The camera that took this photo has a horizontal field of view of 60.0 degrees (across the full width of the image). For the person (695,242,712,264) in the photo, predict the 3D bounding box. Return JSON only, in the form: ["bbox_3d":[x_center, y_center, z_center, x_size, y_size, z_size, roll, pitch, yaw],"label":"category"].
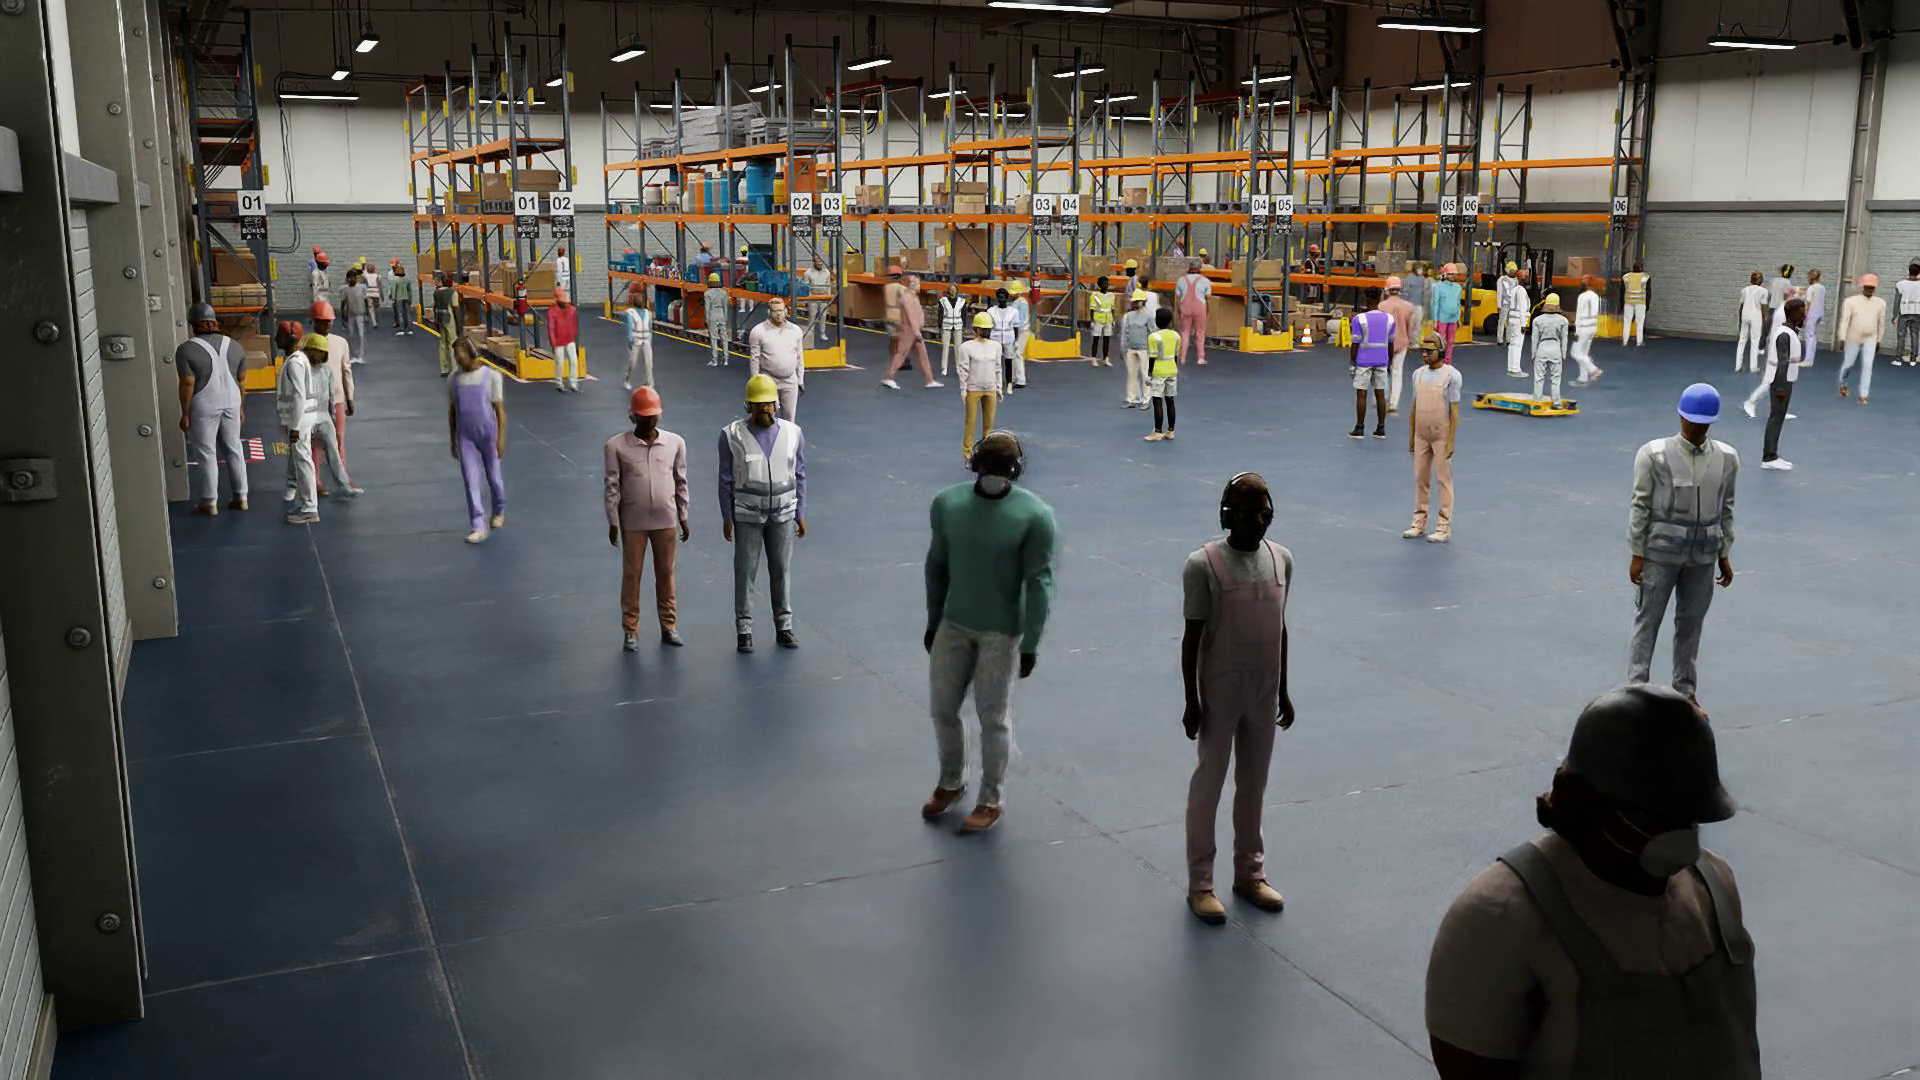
[{"bbox_3d":[-7.622,-7.895,49.772,0.617,2.013,1.022,-4,12,-20],"label":"person"}]

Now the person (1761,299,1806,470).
[{"bbox_3d":[9.294,-1.764,18.810,0.370,1.916,0.597,6,13,29],"label":"person"}]

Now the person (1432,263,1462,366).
[{"bbox_3d":[8.643,-3.910,29.519,0.622,1.993,0.382,-5,12,-24],"label":"person"}]

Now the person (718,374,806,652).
[{"bbox_3d":[-1.292,-0.180,10.974,0.591,1.833,0.403,-4,12,-20],"label":"person"}]

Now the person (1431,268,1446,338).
[{"bbox_3d":[10.050,-4.790,34.605,0.572,1.750,0.331,-5,12,-24],"label":"person"}]

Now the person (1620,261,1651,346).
[{"bbox_3d":[14.683,-5.139,36.163,0.626,1.840,0.430,7,13,32],"label":"person"}]

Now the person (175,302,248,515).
[{"bbox_3d":[-7.224,-1.270,15.986,0.535,2.000,0.686,7,13,33],"label":"person"}]

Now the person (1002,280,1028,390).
[{"bbox_3d":[0.894,-3.345,27.170,0.412,1.788,0.609,-5,12,-24],"label":"person"}]

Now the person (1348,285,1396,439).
[{"bbox_3d":[5.262,-2.270,21.280,0.605,1.957,0.372,-2,11,-12],"label":"person"}]

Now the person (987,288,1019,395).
[{"bbox_3d":[0.670,-3.140,26.364,0.538,1.695,0.319,1,11,3],"label":"person"}]

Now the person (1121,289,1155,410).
[{"bbox_3d":[2.616,-2.791,24.415,0.525,1.769,0.309,9,15,40],"label":"person"}]

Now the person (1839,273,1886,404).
[{"bbox_3d":[13.775,-3.094,25.440,0.625,1.974,0.829,3,11,14],"label":"person"}]

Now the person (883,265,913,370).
[{"bbox_3d":[-1.107,-4.060,30.485,0.565,1.922,0.507,9,14,37],"label":"person"}]

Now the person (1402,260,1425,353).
[{"bbox_3d":[9.325,-4.793,34.245,0.652,1.917,0.399,-9,15,-40],"label":"person"}]

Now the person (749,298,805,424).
[{"bbox_3d":[-2.085,-1.821,19.128,0.651,1.906,0.409,-5,12,-24],"label":"person"}]

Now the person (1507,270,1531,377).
[{"bbox_3d":[9.873,-3.818,29.334,0.349,1.882,0.584,1,11,3],"label":"person"}]

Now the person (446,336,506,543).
[{"bbox_3d":[-4.269,-0.911,14.757,0.518,1.803,0.847,-1,11,-3],"label":"person"}]

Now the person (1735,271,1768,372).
[{"bbox_3d":[14.406,-3.970,30.243,0.350,1.837,0.502,-8,14,-35],"label":"person"}]

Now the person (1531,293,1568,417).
[{"bbox_3d":[8.359,-2.622,23.616,0.488,1.744,0.296,4,12,19],"label":"person"}]

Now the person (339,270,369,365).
[{"bbox_3d":[-11.532,-4.236,31.701,0.520,1.790,0.994,-3,12,-15],"label":"person"}]

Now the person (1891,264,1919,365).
[{"bbox_3d":[18.012,-4.268,31.532,0.596,1.918,0.380,3,11,14],"label":"person"}]

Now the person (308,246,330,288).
[{"bbox_3d":[-18.108,-7.325,47.008,0.552,1.942,0.342,-2,11,-11],"label":"person"}]

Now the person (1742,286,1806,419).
[{"bbox_3d":[11.442,-2.633,23.352,0.647,1.874,0.664,8,14,36],"label":"person"}]

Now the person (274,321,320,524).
[{"bbox_3d":[-6.193,-1.100,15.520,0.351,1.884,0.581,-4,12,-20],"label":"person"}]

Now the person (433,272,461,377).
[{"bbox_3d":[-9.013,-3.780,29.235,0.564,1.846,0.394,7,13,30],"label":"person"}]

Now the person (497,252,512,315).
[{"bbox_3d":[-12.524,-7.101,46.184,0.624,1.820,0.584,8,14,35],"label":"person"}]

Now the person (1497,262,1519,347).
[{"bbox_3d":[11.815,-5.063,35.797,0.600,1.828,0.404,-5,12,-24],"label":"person"}]

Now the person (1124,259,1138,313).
[{"bbox_3d":[3.523,-4.795,34.188,0.366,1.926,0.592,-1,11,-5],"label":"person"}]

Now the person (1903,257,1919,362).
[{"bbox_3d":[18.572,-4.502,32.409,0.535,2.000,0.700,5,12,24],"label":"person"}]

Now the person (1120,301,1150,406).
[{"bbox_3d":[2.706,-2.827,24.974,0.542,1.605,0.699,-8,14,-36],"label":"person"}]

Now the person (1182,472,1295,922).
[{"bbox_3d":[1.141,0.634,6.806,0.513,1.845,0.334,-5,12,-24],"label":"person"}]

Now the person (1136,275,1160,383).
[{"bbox_3d":[3.172,-3.559,28.140,0.462,1.833,0.536,9,14,38],"label":"person"}]

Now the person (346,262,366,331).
[{"bbox_3d":[-14.815,-5.969,40.737,0.502,1.703,0.732,-9,15,-40],"label":"person"}]

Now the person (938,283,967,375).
[{"bbox_3d":[-0.138,-3.758,29.643,0.514,1.645,0.309,-2,11,-8],"label":"person"}]
